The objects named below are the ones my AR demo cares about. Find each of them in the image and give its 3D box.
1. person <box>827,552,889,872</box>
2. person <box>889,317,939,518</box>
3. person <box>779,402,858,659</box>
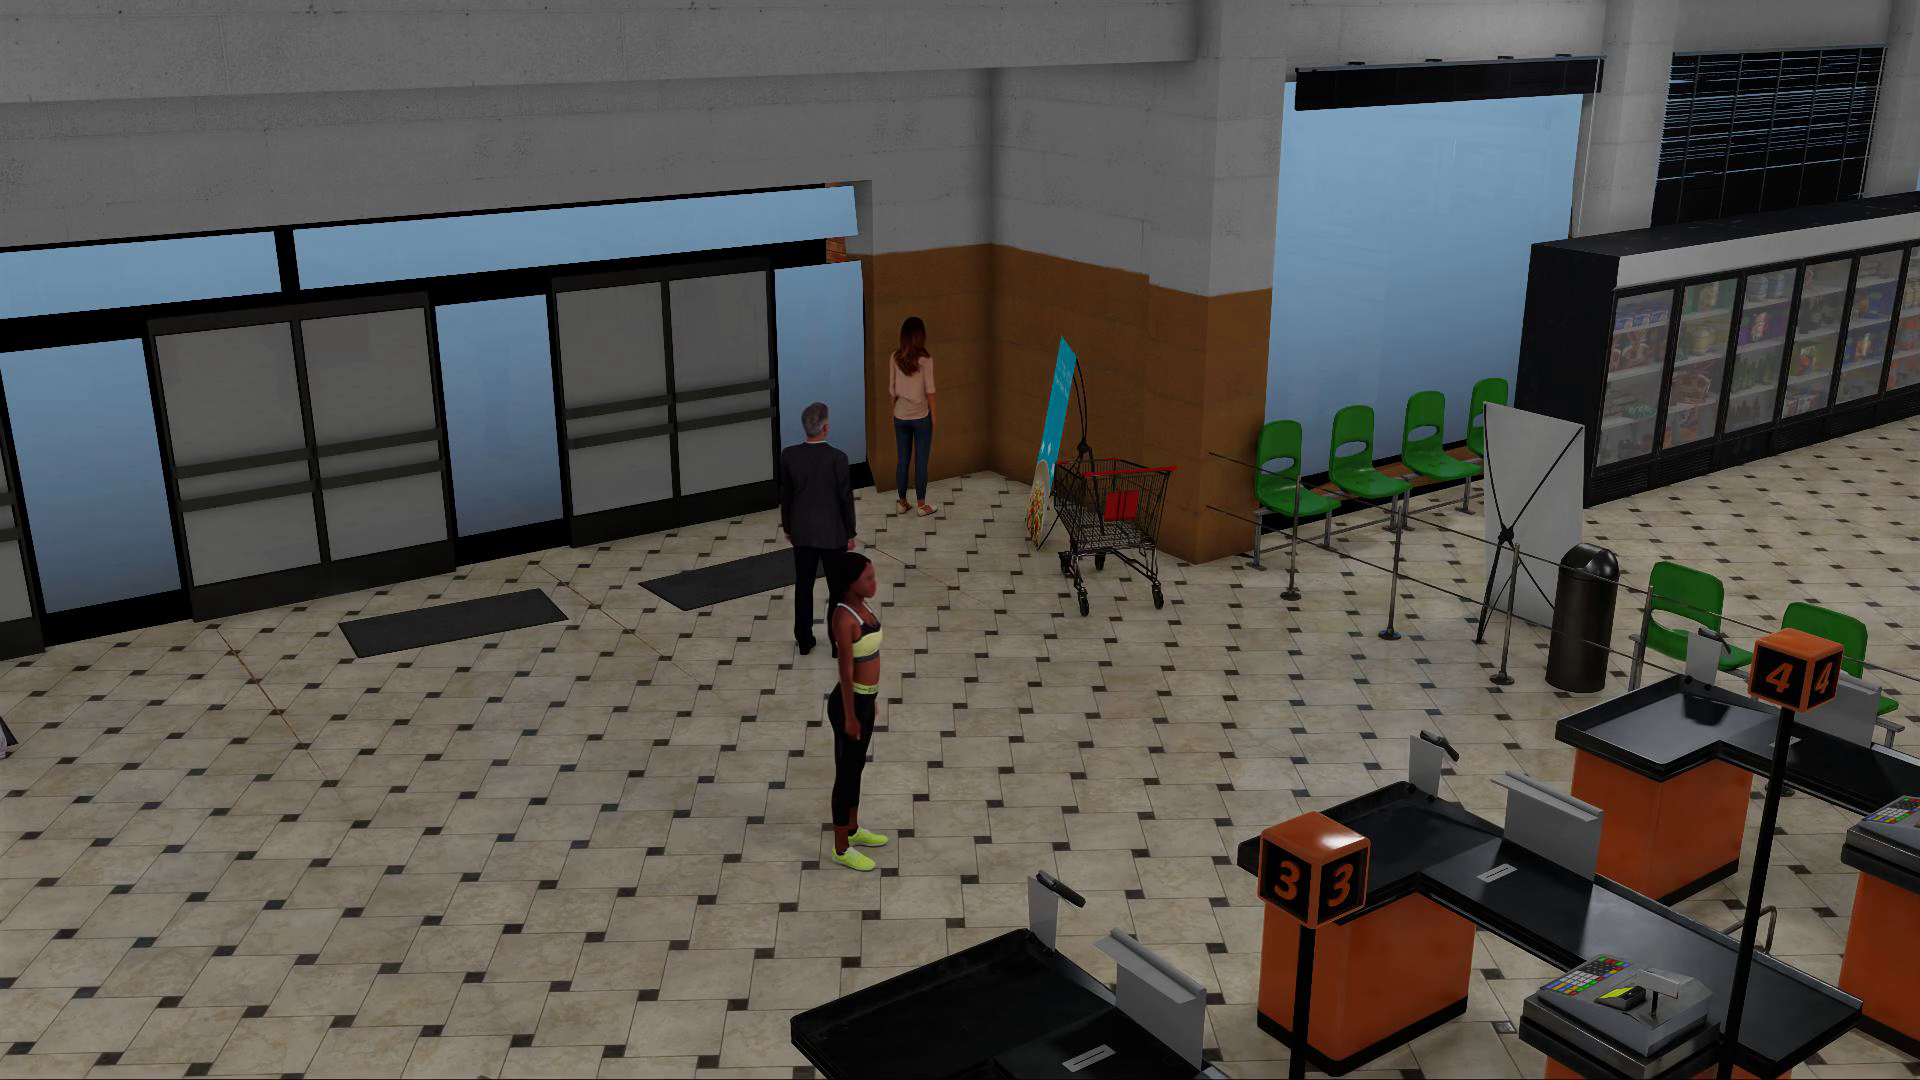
[{"bbox_3d":[-0.582,0.898,8.933,0.691,1.754,0.638,4,19,12],"label":"person"},{"bbox_3d":[-0.423,-1.099,14.797,0.619,1.792,0.733,9,20,24],"label":"person"},{"bbox_3d":[-0.983,-0.073,11.675,0.777,1.842,0.869,6,19,16],"label":"person"}]
